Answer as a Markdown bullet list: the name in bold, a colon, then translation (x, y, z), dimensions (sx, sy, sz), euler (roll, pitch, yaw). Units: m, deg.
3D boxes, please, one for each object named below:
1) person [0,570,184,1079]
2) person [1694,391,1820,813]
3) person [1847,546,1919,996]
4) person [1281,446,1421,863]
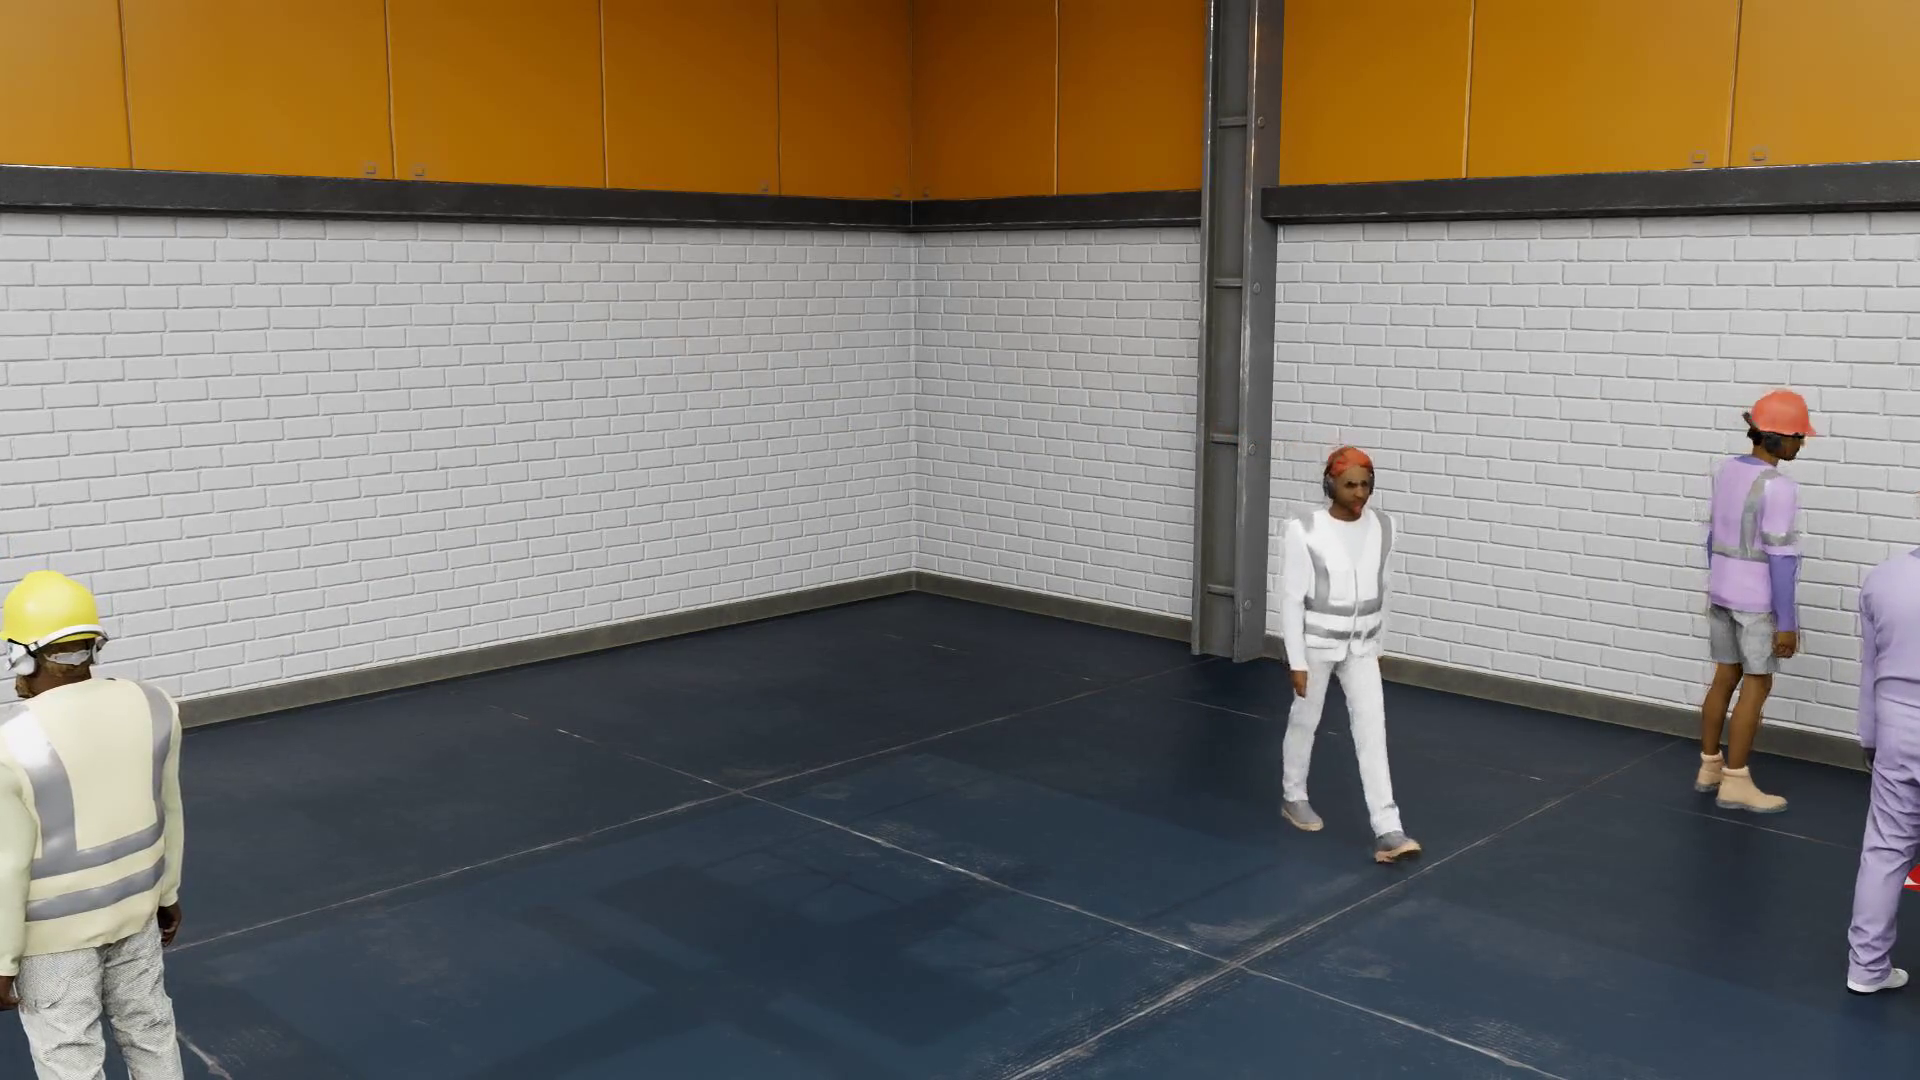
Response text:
- **person**: translation (-2.328, 0.986, 4.403), dimensions (0.404, 1.829, 0.600), euler (4, 10, 23)
- **person**: translation (3.853, 0.291, 8.098), dimensions (0.409, 2.025, 0.663), euler (-1, 9, -5)
- **person**: translation (3.425, 0.732, 5.764), dimensions (0.402, 1.903, 0.643), euler (-4, 10, -24)
- **person**: translation (1.711, 0.496, 7.424), dimensions (0.590, 1.823, 0.998), euler (-2, 10, -15)
